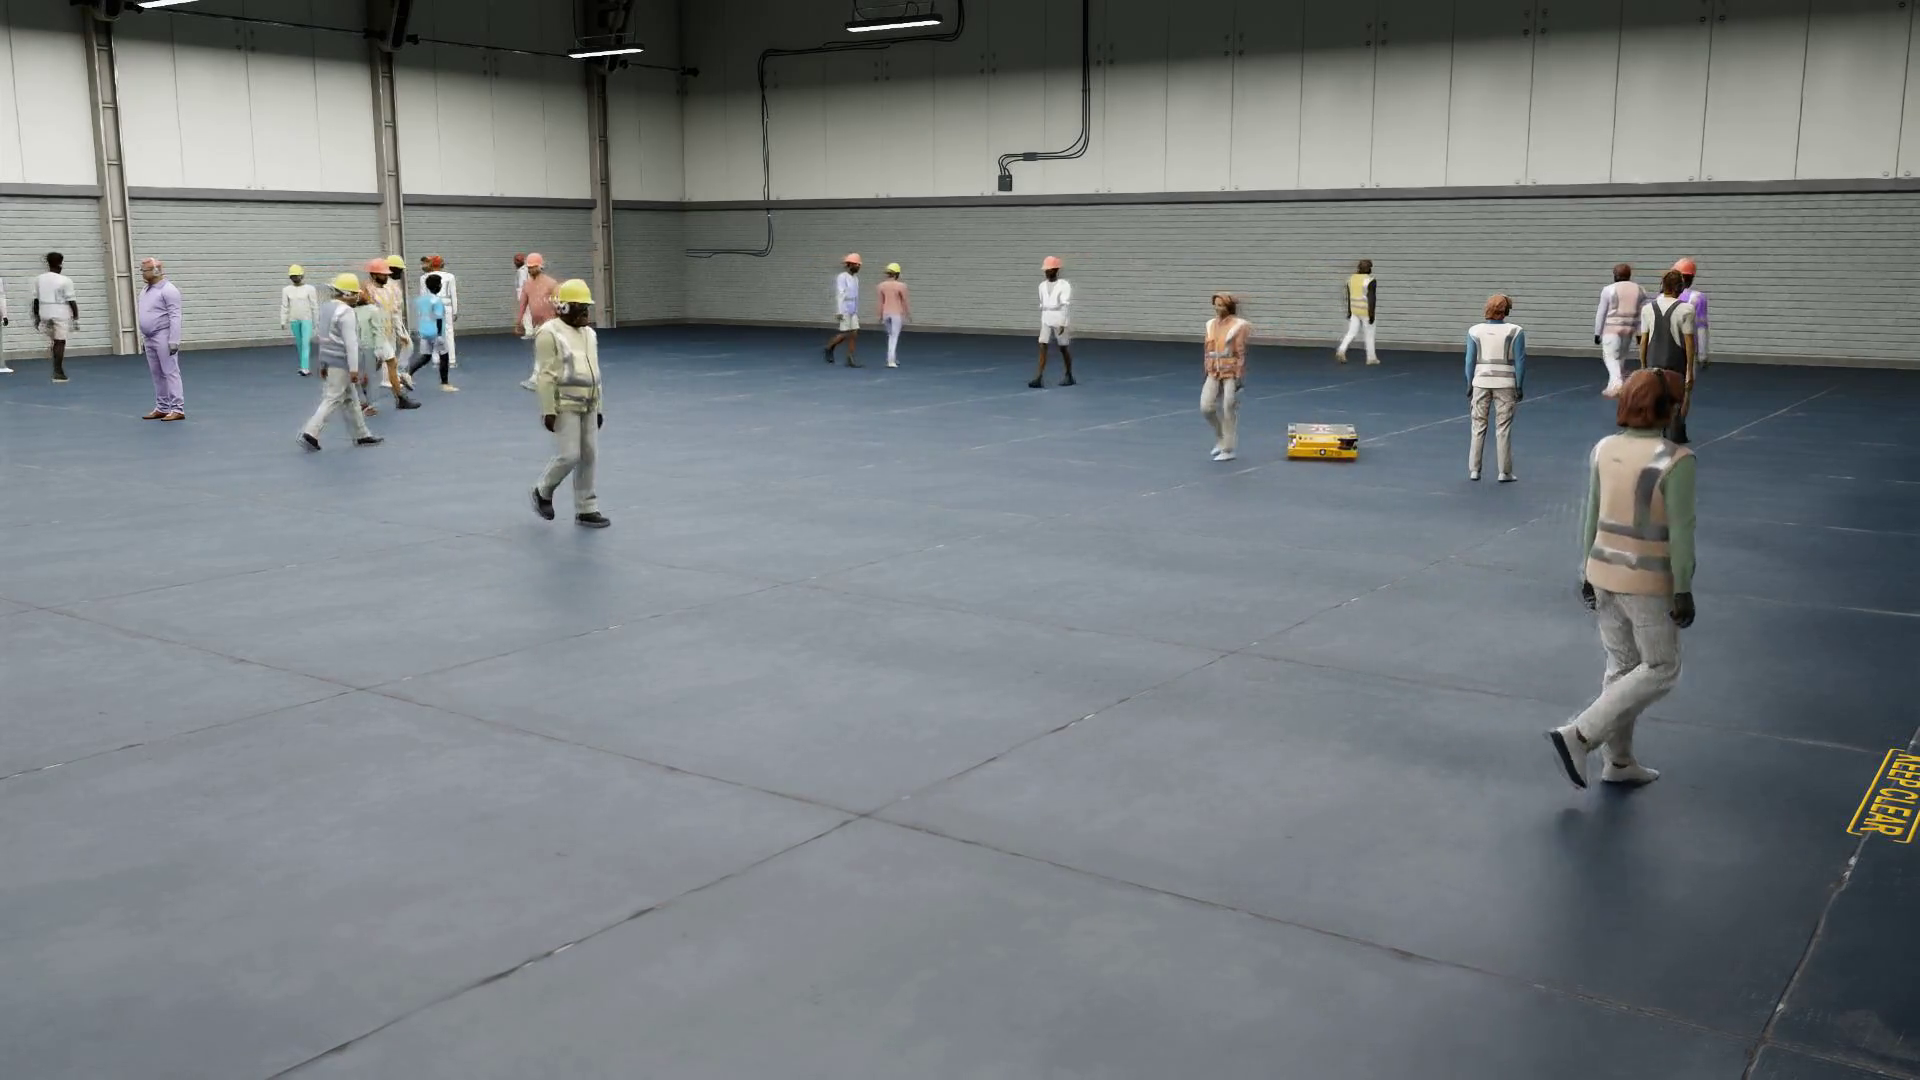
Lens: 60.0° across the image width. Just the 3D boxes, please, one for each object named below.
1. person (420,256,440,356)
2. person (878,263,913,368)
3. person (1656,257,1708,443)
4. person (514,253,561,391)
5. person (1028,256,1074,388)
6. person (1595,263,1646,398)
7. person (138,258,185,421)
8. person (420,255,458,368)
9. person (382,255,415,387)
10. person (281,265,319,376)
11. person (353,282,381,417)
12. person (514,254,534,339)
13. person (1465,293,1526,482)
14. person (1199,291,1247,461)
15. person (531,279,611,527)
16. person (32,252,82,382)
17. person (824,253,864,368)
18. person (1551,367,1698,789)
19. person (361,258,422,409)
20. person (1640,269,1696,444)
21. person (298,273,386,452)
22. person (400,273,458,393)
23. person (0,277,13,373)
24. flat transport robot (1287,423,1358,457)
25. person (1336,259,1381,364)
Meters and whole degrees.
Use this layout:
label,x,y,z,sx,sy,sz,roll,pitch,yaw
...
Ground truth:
label,x,y,z,sx,sy,sz,roll,pitch,yaw
person,-9.624,-4.243,30.318,0.498,1.847,0.444,6,12,32
person,-1.073,-3.768,27.950,0.541,1.741,0.750,6,12,30
person,7.545,-1.984,17.434,0.402,1.946,0.547,-9,14,-41
person,-5.975,-3.107,23.718,0.655,1.933,1.041,6,12,30
person,1.349,-3.147,24.058,0.546,1.890,0.996,6,12,32
person,8.884,-2.819,22.430,0.642,1.814,0.843,-1,10,-7
person,-9.415,-2.349,19.527,0.651,1.904,0.403,7,12,33
person,-8.661,-3.796,27.692,0.573,1.883,0.356,-3,11,-16
person,-8.130,-3.148,24.009,0.578,1.904,0.598,-1,10,-6
person,-10.338,-3.410,25.961,0.544,1.730,0.849,0,10,1
person,-7.138,-2.265,19.827,0.530,1.616,0.386,2,10,13
person,-9.460,-5.283,36.137,0.389,1.851,0.751,-2,10,-12
person,4.660,-1.321,14.506,0.512,1.642,0.311,7,12,33
person,2.515,-1.557,15.886,0.361,1.626,0.517,-9,14,-42
person,-2.842,-0.992,12.152,0.519,1.818,0.613,5,11,27
person,-13.558,-3.357,25.042,0.648,1.941,0.661,1,10,8
person,-1.933,-3.839,27.853,0.630,1.913,0.583,6,12,31
person,2.478,0.168,6.217,0.502,1.621,0.524,-3,11,-16
person,-7.299,-2.592,20.935,0.985,1.896,0.544,2,10,9
person,6.538,-1.577,15.384,0.346,1.842,0.506,-10,14,-43
person,-6.304,-1.786,16.746,0.910,1.783,0.637,-9,13,-40
person,-7.387,-2.847,23.012,0.535,1.675,0.737,9,13,40
person,-15.552,-3.630,26.636,0.594,1.925,0.368,0,10,0
flat transport robot,3.600,-1.004,16.571,0.652,0.197,1.431,2,10,11
person,6.864,-3.910,28.521,0.864,1.815,0.636,-6,12,-31
